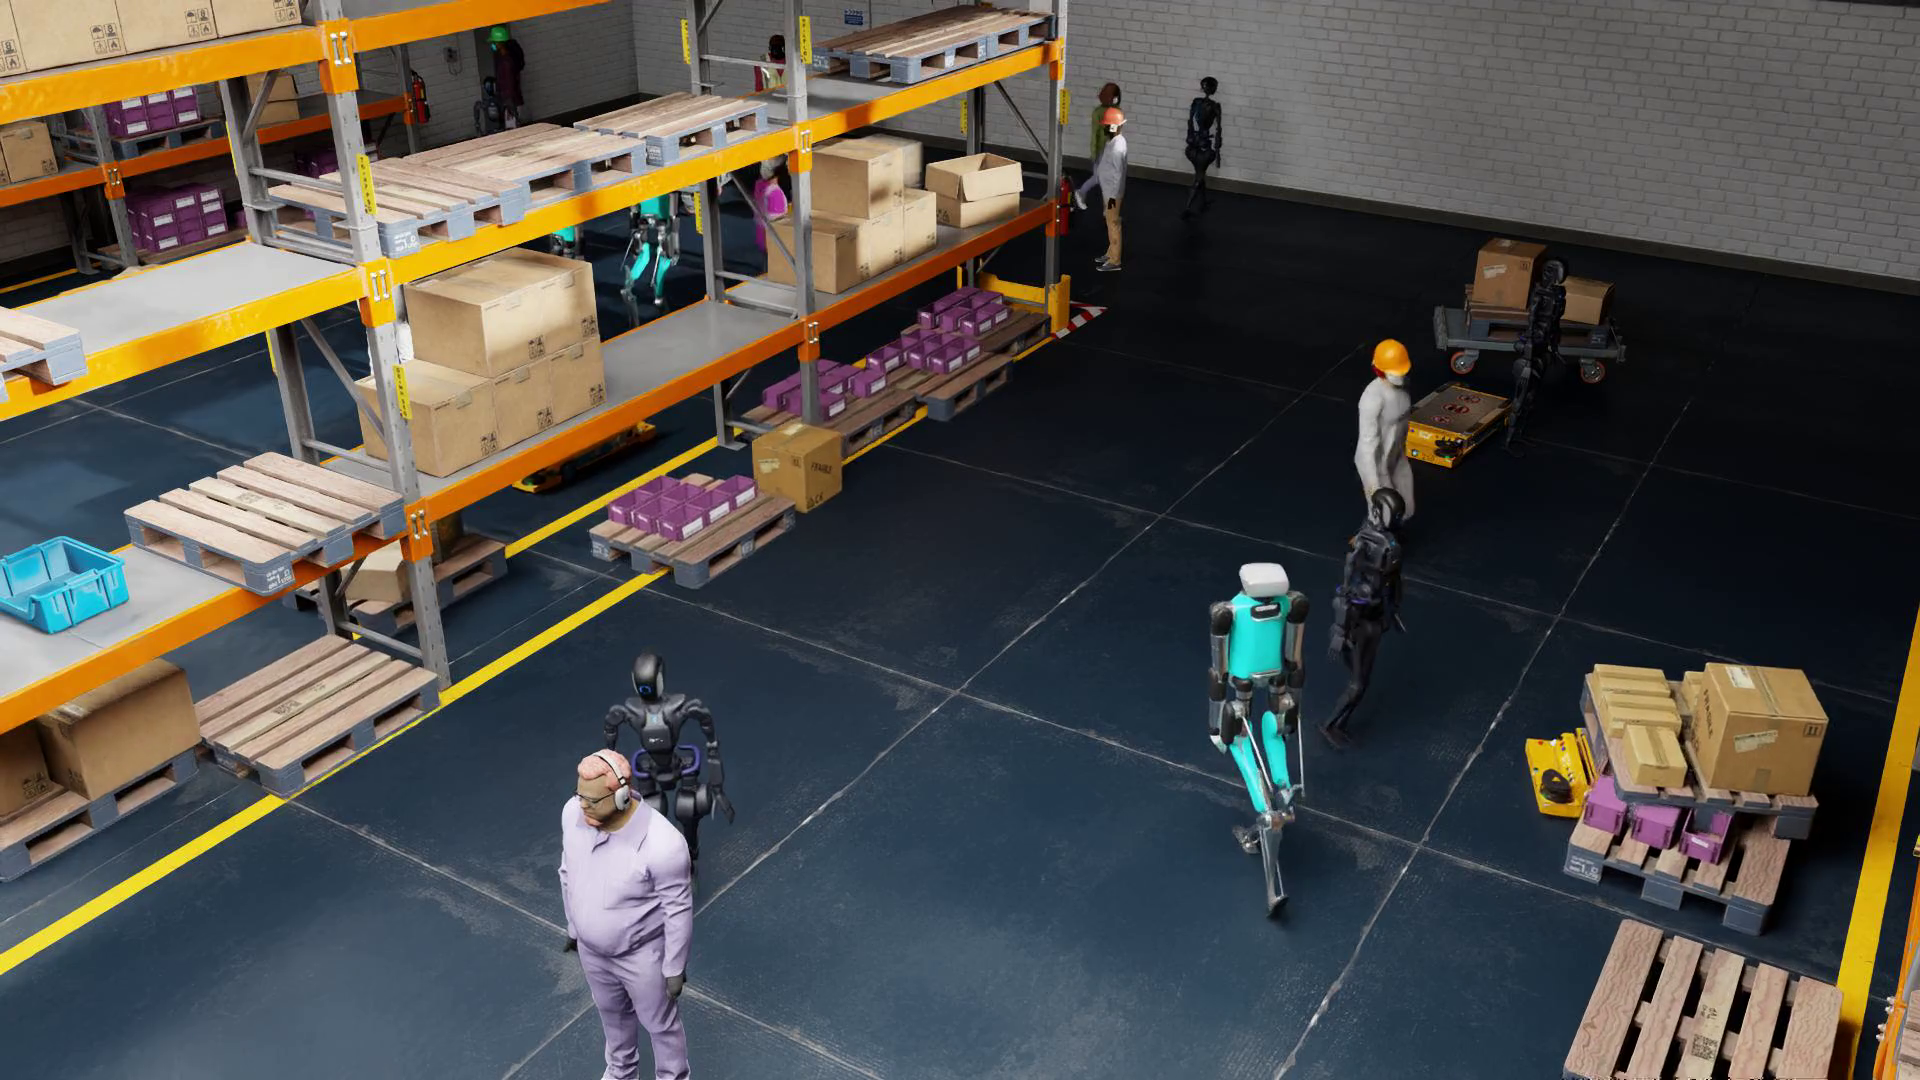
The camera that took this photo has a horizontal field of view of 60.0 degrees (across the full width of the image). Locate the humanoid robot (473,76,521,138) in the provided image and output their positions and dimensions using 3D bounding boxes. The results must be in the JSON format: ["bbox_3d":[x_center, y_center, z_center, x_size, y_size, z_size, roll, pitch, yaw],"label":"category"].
[{"bbox_3d":[-5.508,-4.778,20.067,0.595,1.645,0.481,-2,27,-4],"label":"humanoid robot"}]

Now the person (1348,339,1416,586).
[{"bbox_3d":[2.932,-0.537,11.510,0.430,1.860,0.606,22,34,36],"label":"person"}]

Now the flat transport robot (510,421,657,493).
[{"bbox_3d":[-3.232,-0.776,13.728,0.659,0.231,1.431,16,31,29],"label":"flat transport robot"}]

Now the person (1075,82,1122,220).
[{"bbox_3d":[1.704,-4.673,19.914,0.518,1.607,0.632,-21,34,-35],"label":"person"}]

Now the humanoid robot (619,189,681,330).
[{"bbox_3d":[-3.038,-2.760,16.049,0.530,1.756,0.949,8,28,15],"label":"humanoid robot"}]

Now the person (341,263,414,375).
[{"bbox_3d":[-5.185,-2.291,14.870,0.626,1.940,0.372,-2,27,-4],"label":"person"}]

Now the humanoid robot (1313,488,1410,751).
[{"bbox_3d":[2.369,0.455,9.763,0.611,1.649,0.305,-19,33,-33],"label":"humanoid robot"}]

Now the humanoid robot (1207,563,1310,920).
[{"bbox_3d":[1.623,1.075,8.477,0.540,1.774,0.933,-7,28,-13],"label":"humanoid robot"}]

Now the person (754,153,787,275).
[{"bbox_3d":[-1.860,-2.918,16.227,0.741,1.819,0.507,-16,31,-29],"label":"person"}]

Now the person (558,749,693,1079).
[{"bbox_3d":[-1.425,1.708,7.024,0.650,1.906,0.413,15,30,26],"label":"person"}]

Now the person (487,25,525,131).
[{"bbox_3d":[-5.774,-5.633,21.444,0.428,1.946,0.502,-8,28,-16],"label":"person"}]

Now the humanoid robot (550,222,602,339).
[{"bbox_3d":[-3.780,-2.489,15.483,0.890,1.754,0.567,-23,35,-38],"label":"humanoid robot"}]

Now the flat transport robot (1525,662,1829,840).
[{"bbox_3d":[4.017,1.377,9.484,1.431,0.231,0.659,4,27,9],"label":"flat transport robot"}]

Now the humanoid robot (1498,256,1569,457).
[{"bbox_3d":[4.733,-1.519,13.617,0.315,1.659,0.599,24,35,39],"label":"humanoid robot"}]

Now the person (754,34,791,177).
[{"bbox_3d":[-2.319,-5.584,21.469,0.623,1.840,0.431,-7,28,-14],"label":"person"}]

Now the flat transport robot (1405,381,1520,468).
[{"bbox_3d":[4.180,-0.992,14.152,0.659,0.231,1.431,20,33,34],"label":"flat transport robot"}]

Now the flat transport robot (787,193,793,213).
[{"bbox_3d":[-1.632,-4.297,20.665,0.659,0.231,1.431,7,28,14],"label":"flat transport robot"}]

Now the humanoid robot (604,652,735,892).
[{"bbox_3d":[-1.438,1.243,8.259,0.614,1.618,0.798,-3,27,-6],"label":"humanoid robot"}]

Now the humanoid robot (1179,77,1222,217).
[{"bbox_3d":[2.941,-4.745,20.012,0.690,1.636,0.597,-17,31,-30],"label":"humanoid robot"}]

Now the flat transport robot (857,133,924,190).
[{"bbox_3d":[-1.221,-3.931,19.944,1.431,0.231,0.659,20,33,34],"label":"flat transport robot"}]

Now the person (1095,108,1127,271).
[{"bbox_3d":[1.635,-3.810,18.063,0.337,1.749,0.573,1,27,3],"label":"person"}]
